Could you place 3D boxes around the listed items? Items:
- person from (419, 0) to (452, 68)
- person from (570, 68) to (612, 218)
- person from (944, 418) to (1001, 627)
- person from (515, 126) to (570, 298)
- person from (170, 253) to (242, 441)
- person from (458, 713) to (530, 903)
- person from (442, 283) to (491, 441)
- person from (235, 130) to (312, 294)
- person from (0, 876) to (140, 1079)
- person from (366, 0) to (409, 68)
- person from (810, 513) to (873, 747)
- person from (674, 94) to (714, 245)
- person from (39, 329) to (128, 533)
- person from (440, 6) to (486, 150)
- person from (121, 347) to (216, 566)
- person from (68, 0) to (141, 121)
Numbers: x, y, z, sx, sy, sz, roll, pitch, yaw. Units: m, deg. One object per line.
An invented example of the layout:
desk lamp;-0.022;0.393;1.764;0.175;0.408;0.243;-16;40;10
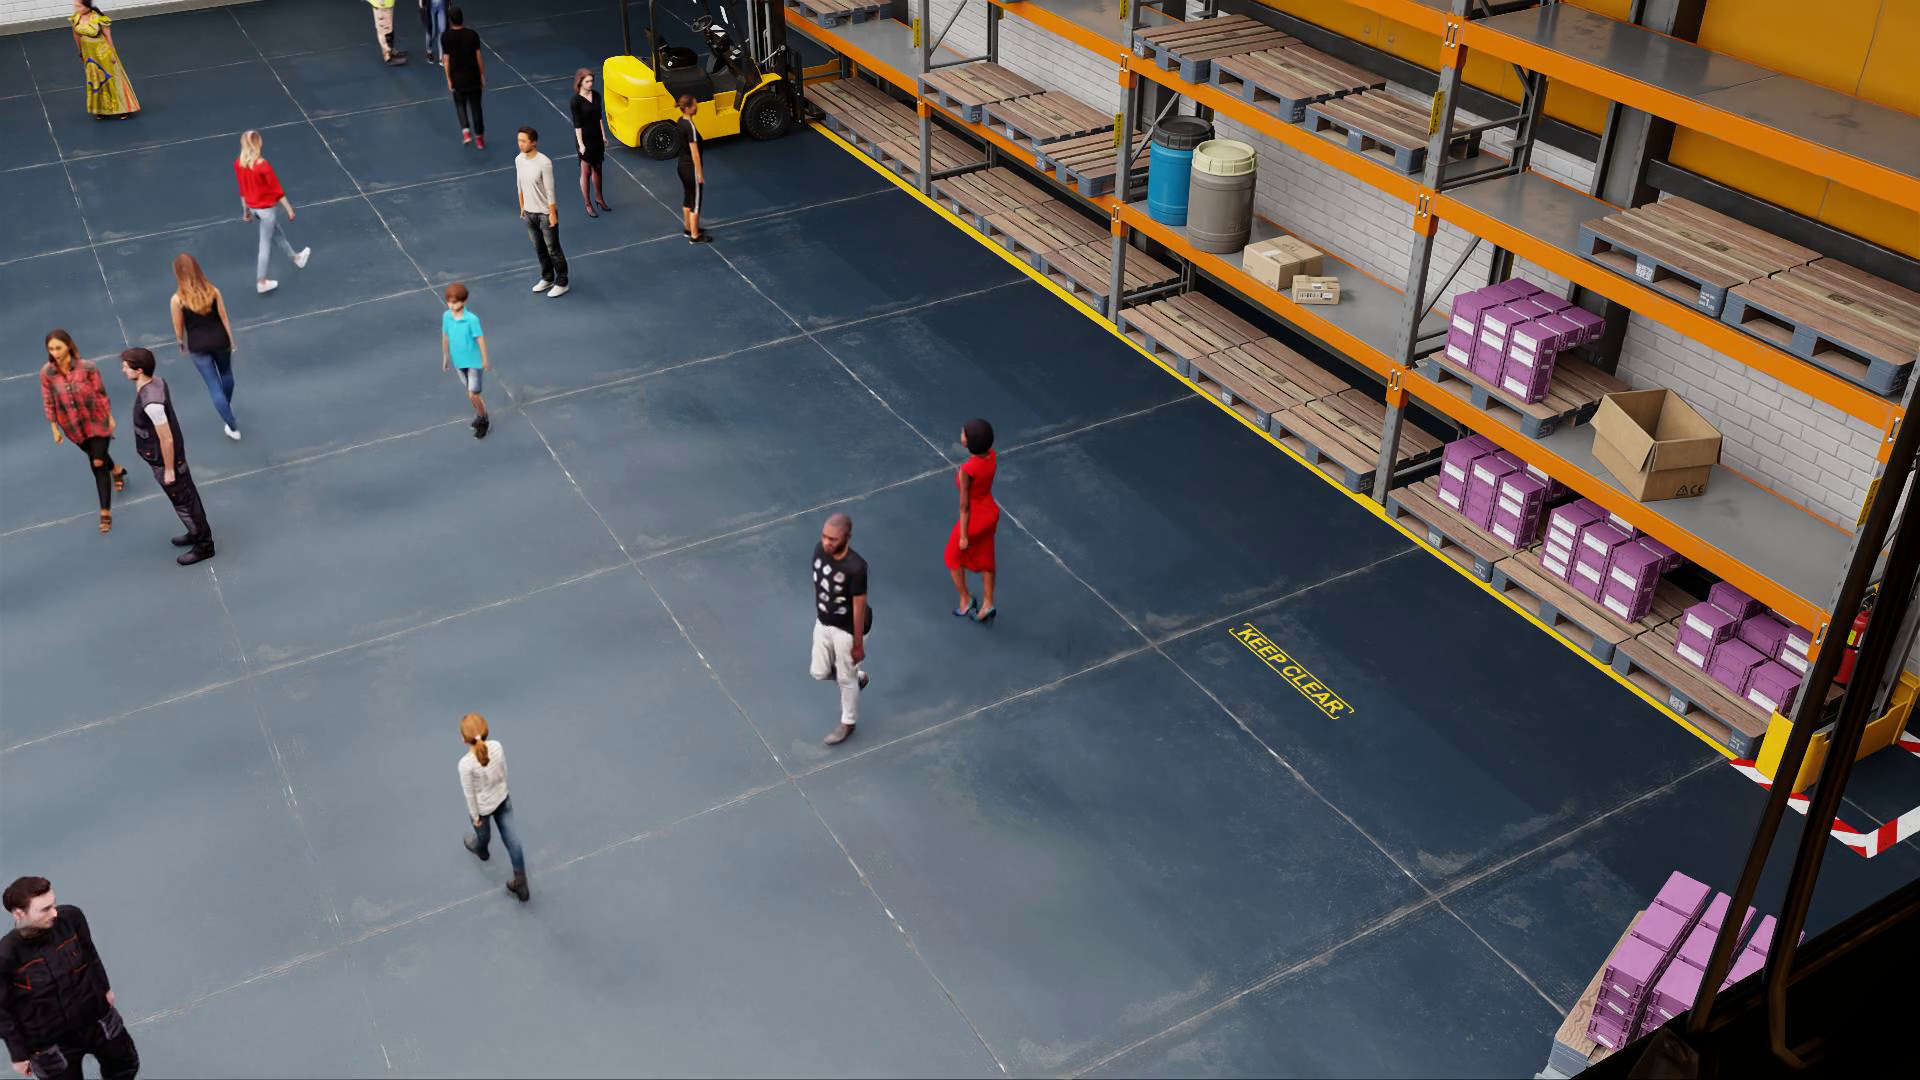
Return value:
person;-7.441;-7.521;23.498;0.637;1.664;0.710;-17;37;-24
person;-4.232;-4.553;18.995;0.640;1.706;0.654;21;39;28
person;0.196;-0.087;12.252;0.761;1.732;0.722;20;39;28
person;-4.316;-3.407;17.178;0.646;1.809;0.766;17;37;24
person;-6.597;-1.664;14.671;0.693;1.681;1.055;-24;40;-31
person;-2.800;1.639;10.072;0.971;1.270;0.644;29;43;36
person;-4.370;-1.656;14.880;0.678;1.436;0.733;14;36;19
person;-7.274;-3.363;17.245;1.123;1.661;1.099;14;36;20
person;-4.479;2.424;8.322;0.867;1.902;0.894;26;41;33
person;-8.197;-7.690;23.590;0.864;1.844;0.753;-6;34;-9
person;-0.735;0.562;11.223;0.835;1.791;0.859;26;42;33
person;-2.982;-4.103;18.355;0.657;1.665;0.458;-16;37;-22
person;-7.154;-0.975;13.651;0.898;1.662;1.199;-5;34;-8
person;-6.148;-5.727;20.723;0.671;1.749;0.668;-10;35;-15
person;-6.199;-0.678;13.037;0.723;1.848;0.531;-14;36;-20
person;-11.249;-6.339;21.726;1.001;1.658;1.011;0;34;1
